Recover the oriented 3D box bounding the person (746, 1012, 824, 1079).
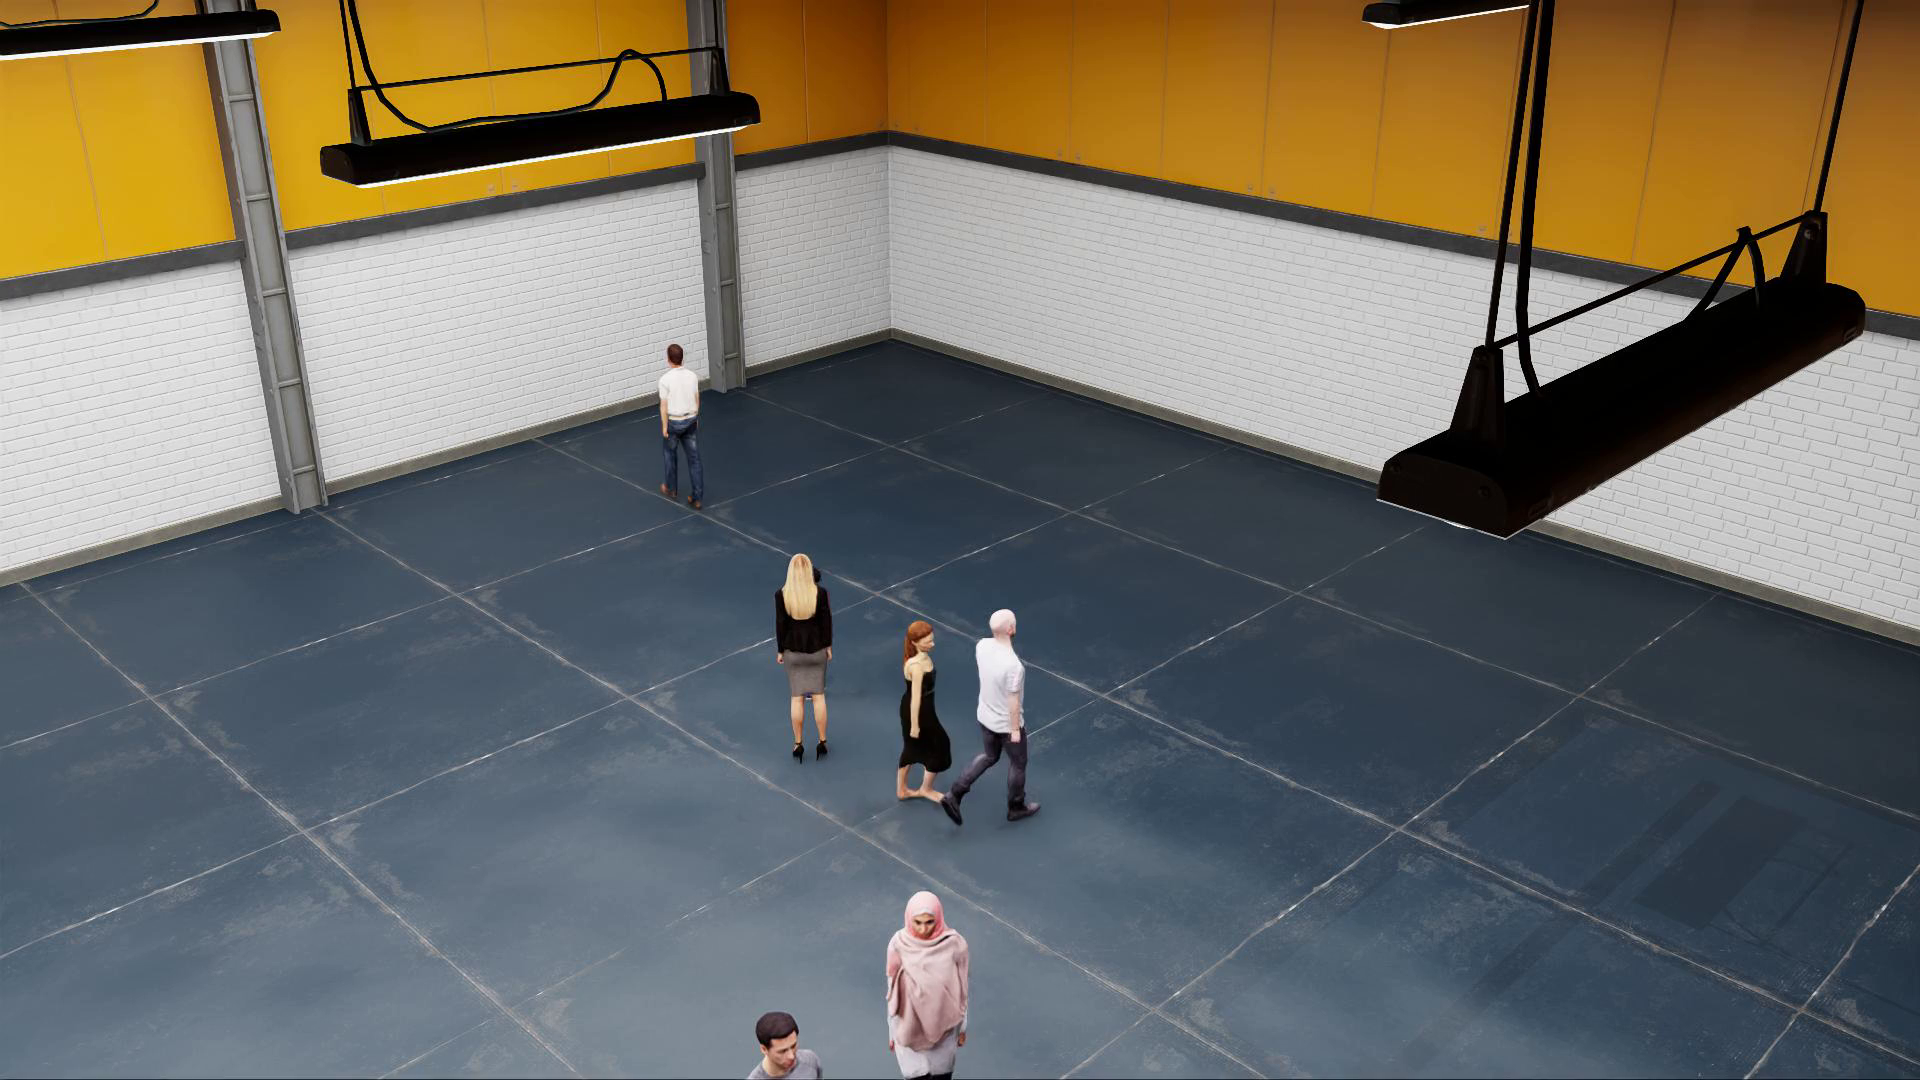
[{"bbox_3d":[-0.879,3.140,8.438,0.512,1.864,0.732,-20,30,-38],"label":"person"}]

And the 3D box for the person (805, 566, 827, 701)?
[{"bbox_3d":[-1.247,0.805,14.550,0.600,1.246,0.581,-8,25,-18],"label":"person"}]

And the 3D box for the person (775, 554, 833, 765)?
[{"bbox_3d":[-1.253,0.953,13.464,0.660,1.844,0.748,-4,24,-8],"label":"person"}]

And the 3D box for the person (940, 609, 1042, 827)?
[{"bbox_3d":[0.231,1.379,12.534,1.130,1.809,0.820,-14,27,-29],"label":"person"}]

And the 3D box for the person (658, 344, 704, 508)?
[{"bbox_3d":[-3.052,-1.241,18.502,0.958,1.828,0.840,-16,28,-32],"label":"person"}]

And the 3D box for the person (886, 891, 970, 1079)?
[{"bbox_3d":[-0.196,2.741,9.446,1.030,1.786,1.060,-2,24,-3],"label":"person"}]

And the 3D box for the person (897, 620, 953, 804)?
[{"bbox_3d":[-0.396,1.354,12.847,0.867,1.603,0.805,-1,24,-2],"label":"person"}]
